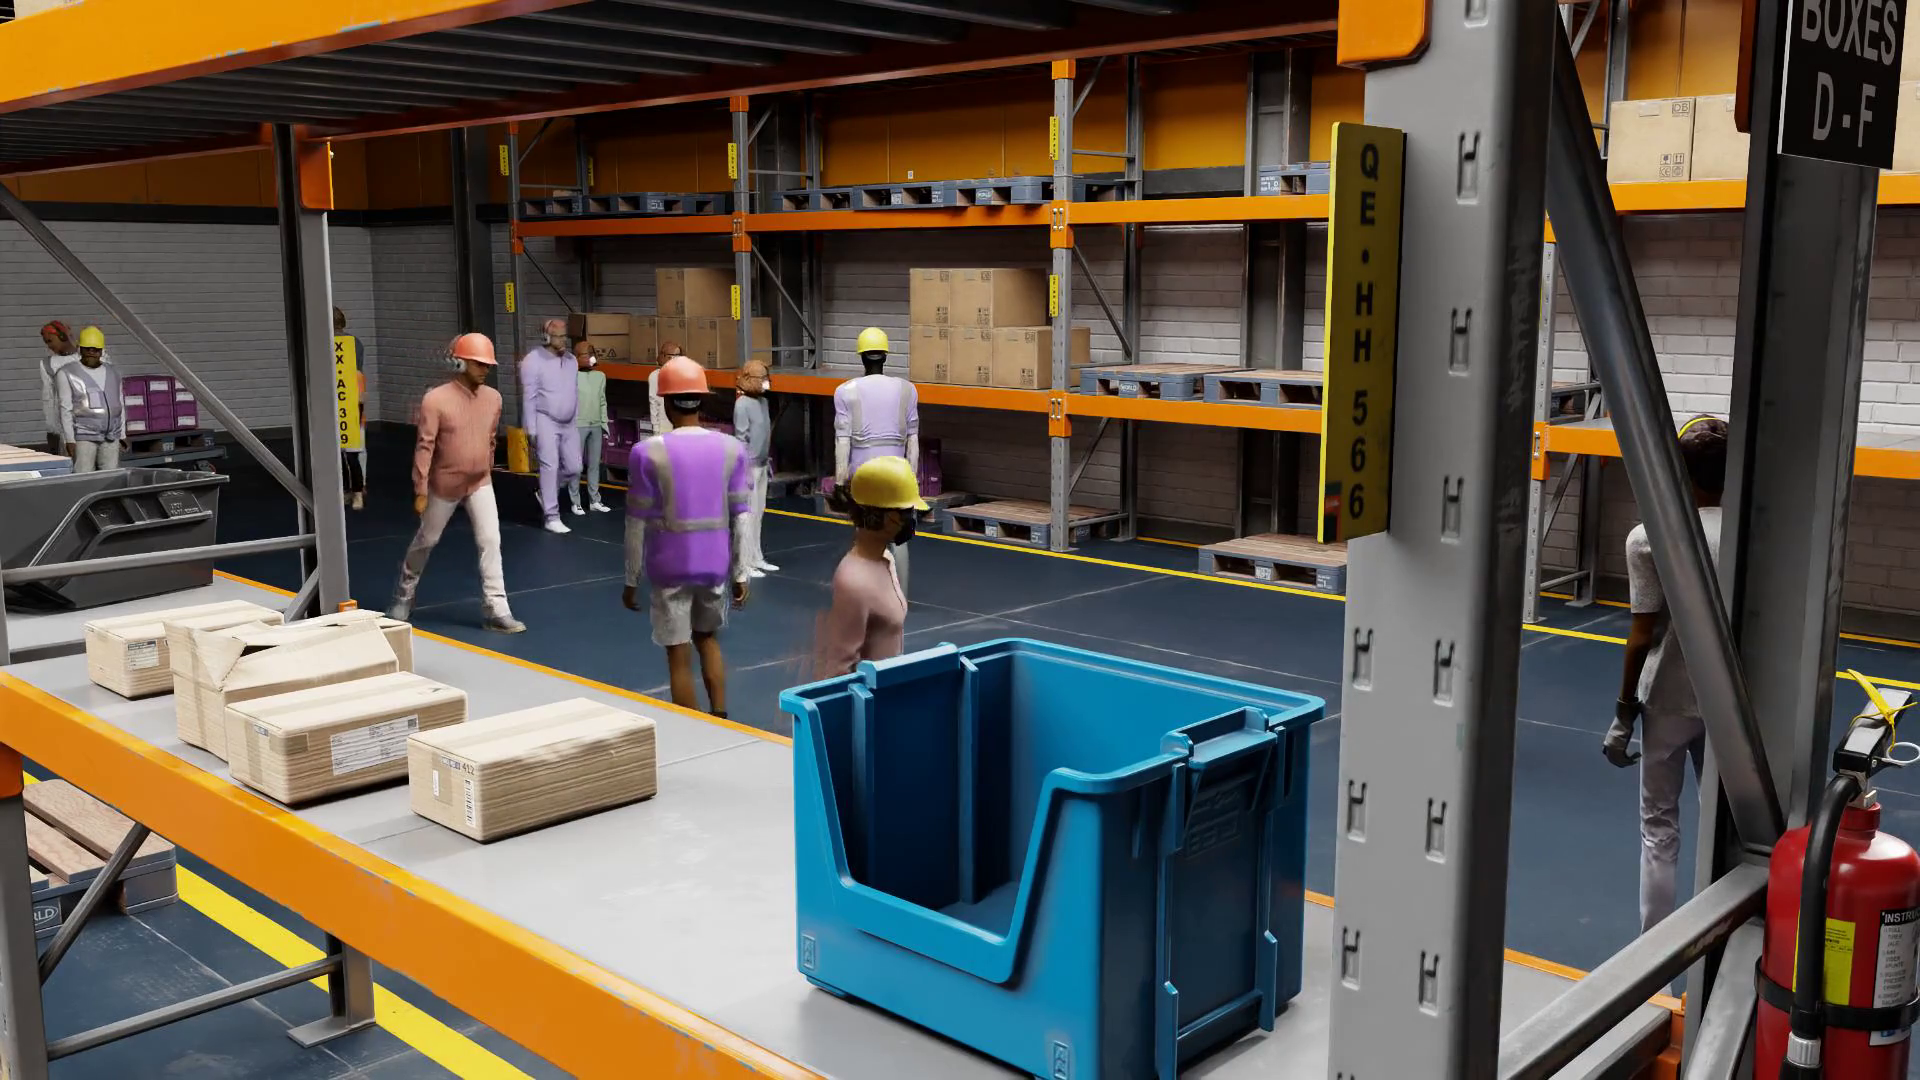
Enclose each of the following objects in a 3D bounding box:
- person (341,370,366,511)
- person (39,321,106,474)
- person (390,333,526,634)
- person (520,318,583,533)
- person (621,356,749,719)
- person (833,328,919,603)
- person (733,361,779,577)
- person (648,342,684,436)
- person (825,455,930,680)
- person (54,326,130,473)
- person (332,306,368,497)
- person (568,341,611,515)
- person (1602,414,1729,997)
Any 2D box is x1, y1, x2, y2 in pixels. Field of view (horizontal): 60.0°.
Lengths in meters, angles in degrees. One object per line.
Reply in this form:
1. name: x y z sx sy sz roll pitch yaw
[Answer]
1. person: -5.942 -1.117 15.996 0.676 1.662 0.386 5 11 29
2. person: -7.971 -1.066 15.144 0.670 1.857 0.345 -3 10 -16
3. person: -3.296 -0.376 10.712 1.082 1.929 0.653 8 12 40
4. person: -3.621 -1.010 14.677 0.538 1.889 0.658 6 11 34
5. person: -1.266 0.129 7.598 0.552 1.923 0.470 -6 11 -33
6. person: -0.570 -0.455 11.158 0.594 1.922 0.384 -4 10 -21
7. person: -1.548 -0.537 12.578 0.294 1.627 0.505 3 10 17
8. person: -2.767 -1.079 15.900 0.277 1.629 0.496 7 12 38
9. person: -0.394 0.569 5.477 0.835 1.725 0.523 0 9 2
10. person: -7.372 -0.903 14.202 0.404 1.828 0.591 5 11 29
11. person: -6.301 -1.403 16.931 0.350 1.935 0.635 3 10 17
12. person: -3.536 -1.059 15.742 0.275 1.636 0.507 8 12 41
13. person: 2.286 0.546 5.216 0.533 1.860 0.310 -1 9 -5
